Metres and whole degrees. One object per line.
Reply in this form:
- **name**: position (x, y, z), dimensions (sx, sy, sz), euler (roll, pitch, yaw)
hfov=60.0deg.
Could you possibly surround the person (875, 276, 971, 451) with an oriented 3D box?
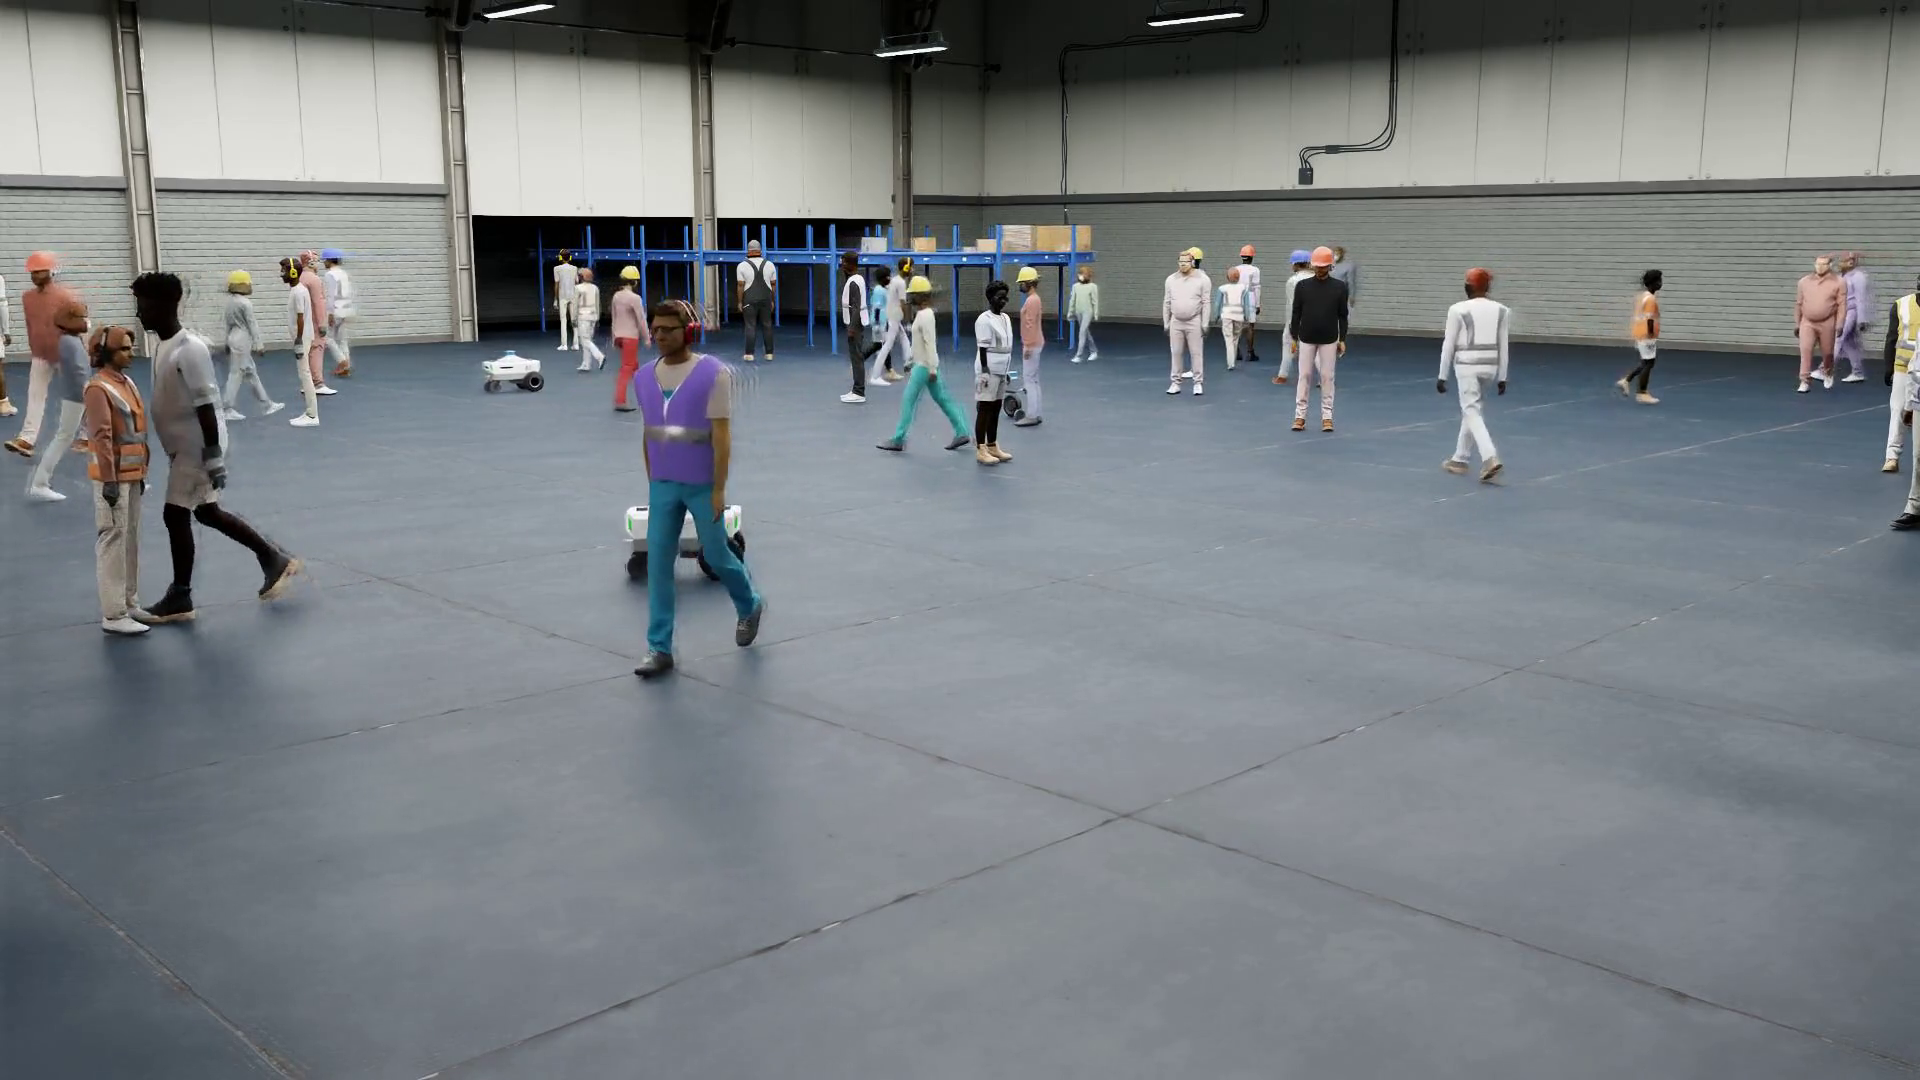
- **person**: position (-0.329, -1.733, 16.367), dimensions (0.942, 1.719, 0.522), euler (0, 10, -2)

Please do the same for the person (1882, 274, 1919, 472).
- **person**: position (8.587, -1.516, 14.842), dimensions (0.628, 1.843, 0.429), euler (5, 12, 27)

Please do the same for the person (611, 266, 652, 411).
- **person**: position (-3.922, -2.446, 20.197), dimensions (0.827, 1.733, 0.540), euler (-10, 15, -44)

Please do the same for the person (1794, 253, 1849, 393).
- **person**: position (11.731, -2.966, 22.670), dimensions (0.651, 1.878, 0.869), euler (8, 13, 38)

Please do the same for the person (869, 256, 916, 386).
- **person**: position (-0.830, -3.076, 23.442), dimensions (1.012, 1.809, 0.537), euler (-1, 10, -8)

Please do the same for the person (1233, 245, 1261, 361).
- **person**: position (4.846, -4.013, 28.191), dimensions (0.542, 1.938, 0.358), euler (7, 12, 33)

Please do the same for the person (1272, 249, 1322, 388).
- **person**: position (4.798, -3.090, 23.221), dimensions (0.602, 1.918, 0.932), euler (-6, 12, -30)

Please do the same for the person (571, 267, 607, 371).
- **person**: position (-5.743, -3.418, 25.796), dimensions (0.658, 1.622, 0.516), euler (6, 12, 30)

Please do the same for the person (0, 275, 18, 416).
- **person**: position (-11.462, -2.474, 19.511), dimensions (0.608, 2.045, 0.392), euler (-2, 11, -8)

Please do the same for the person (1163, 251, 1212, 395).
- **person**: position (3.021, -2.891, 22.175), dimensions (0.674, 1.905, 0.402), euler (5, 11, 23)

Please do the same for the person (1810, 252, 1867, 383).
- **person**: position (12.666, -3.196, 23.949), dimensions (0.970, 1.862, 0.659), euler (1, 10, 5)

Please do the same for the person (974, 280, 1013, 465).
- **person**: position (0.317, -1.566, 15.496), dimensions (0.322, 1.699, 0.535), euler (6, 12, 28)

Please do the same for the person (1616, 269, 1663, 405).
- **person**: position (8.611, -2.558, 20.930), dimensions (0.410, 1.685, 0.541), euler (3, 11, 14)

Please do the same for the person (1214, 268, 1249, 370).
- **person**: position (4.290, -3.487, 26.253), dimensions (0.530, 1.596, 0.851), euler (0, 10, -2)

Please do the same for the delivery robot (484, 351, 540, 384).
- **delivery robot**: position (-6.120, -2.343, 22.720), dimensions (0.707, 0.478, 0.477), euler (-6, 12, -31)

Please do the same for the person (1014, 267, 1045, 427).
- **person**: position (0.777, -2.158, 18.569), dimensions (0.330, 1.761, 0.537), euler (1, 10, 6)

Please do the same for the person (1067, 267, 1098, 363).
- **person**: position (2.113, -3.797, 27.953), dimensions (0.501, 1.596, 0.837), euler (9, 14, 41)

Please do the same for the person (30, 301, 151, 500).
- **person**: position (-7.098, -1.122, 13.385), dimensions (0.870, 1.587, 0.520), euler (-5, 11, -25)

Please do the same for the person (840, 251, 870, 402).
- **person**: position (-1.348, -2.731, 21.263), dimensions (0.393, 1.916, 0.591), euler (-1, 10, -3)

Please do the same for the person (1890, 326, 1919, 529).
- **person**: position (6.987, -0.959, 11.825), dimensions (0.404, 1.831, 0.600), euler (-5, 12, -26)

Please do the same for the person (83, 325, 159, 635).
- **person**: position (-4.501, -0.328, 8.911), dimensions (0.310, 1.638, 0.523), euler (-2, 11, -11)

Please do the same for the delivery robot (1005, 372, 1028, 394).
- **delivery robot**: position (0.602, -1.827, 19.196), dimensions (0.335, 0.223, 0.698), euler (-8, 13, -38)

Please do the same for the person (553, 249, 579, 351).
- **person**: position (-7.269, -4.441, 30.748), dimensions (0.516, 1.865, 0.312), euler (-8, 13, -37)

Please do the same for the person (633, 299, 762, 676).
- **person**: position (-1.324, -0.293, 8.262), dimensions (0.588, 1.816, 0.887), euler (5, 11, 23)

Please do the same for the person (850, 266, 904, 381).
- **person**: position (-1.235, -3.193, 24.463), dimensions (0.754, 1.671, 0.541), euler (0, 10, 1)

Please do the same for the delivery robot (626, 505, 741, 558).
- **delivery robot**: position (-1.736, -0.094, 10.456), dimensions (0.707, 0.478, 0.477), euler (-1, 11, -6)

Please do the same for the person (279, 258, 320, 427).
- **person**: position (-7.385, -2.209, 18.583), dimensions (0.329, 1.860, 0.494), euler (-4, 11, -20)

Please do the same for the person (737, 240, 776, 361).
- **person**: position (-3.480, -4.060, 28.281), dimensions (0.675, 2.000, 0.537), euler (-4, 11, -22)

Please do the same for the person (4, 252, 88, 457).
- **person**: position (-8.746, -1.771, 15.936), dimensions (0.649, 1.939, 1.005), euler (2, 11, 12)

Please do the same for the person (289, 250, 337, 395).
- **person**: position (-8.629, -2.896, 22.187), dimensions (0.644, 1.907, 0.399), euler (9, 14, 40)

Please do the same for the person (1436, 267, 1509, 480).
- **person**: position (4.545, -1.463, 14.560), dimensions (0.586, 1.845, 0.956), euler (-3, 11, -17)

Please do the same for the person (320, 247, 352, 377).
- **person**: position (-9.329, -3.394, 24.828), dimensions (0.448, 1.930, 0.644), euler (0, 10, 3)

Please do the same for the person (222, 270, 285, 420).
- **person**: position (-8.228, -2.264, 19.282), dimensions (0.501, 1.696, 0.876), euler (8, 13, 39)

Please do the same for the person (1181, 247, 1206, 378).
- **person**: position (3.489, -3.382, 24.770), dimensions (0.360, 1.930, 0.586), euler (3, 11, 18)

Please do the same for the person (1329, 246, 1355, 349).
- **person**: position (6.935, -4.466, 30.765), dimensions (0.632, 1.890, 0.999), euler (9, 14, 41)

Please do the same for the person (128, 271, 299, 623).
- **person**: position (-4.204, -0.541, 9.315), dimensions (0.862, 1.932, 0.612), euler (-8, 13, -36)

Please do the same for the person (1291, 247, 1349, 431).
- **person**: position (3.902, -2.184, 18.092), dimensions (0.611, 1.985, 0.394), euler (3, 11, 15)
